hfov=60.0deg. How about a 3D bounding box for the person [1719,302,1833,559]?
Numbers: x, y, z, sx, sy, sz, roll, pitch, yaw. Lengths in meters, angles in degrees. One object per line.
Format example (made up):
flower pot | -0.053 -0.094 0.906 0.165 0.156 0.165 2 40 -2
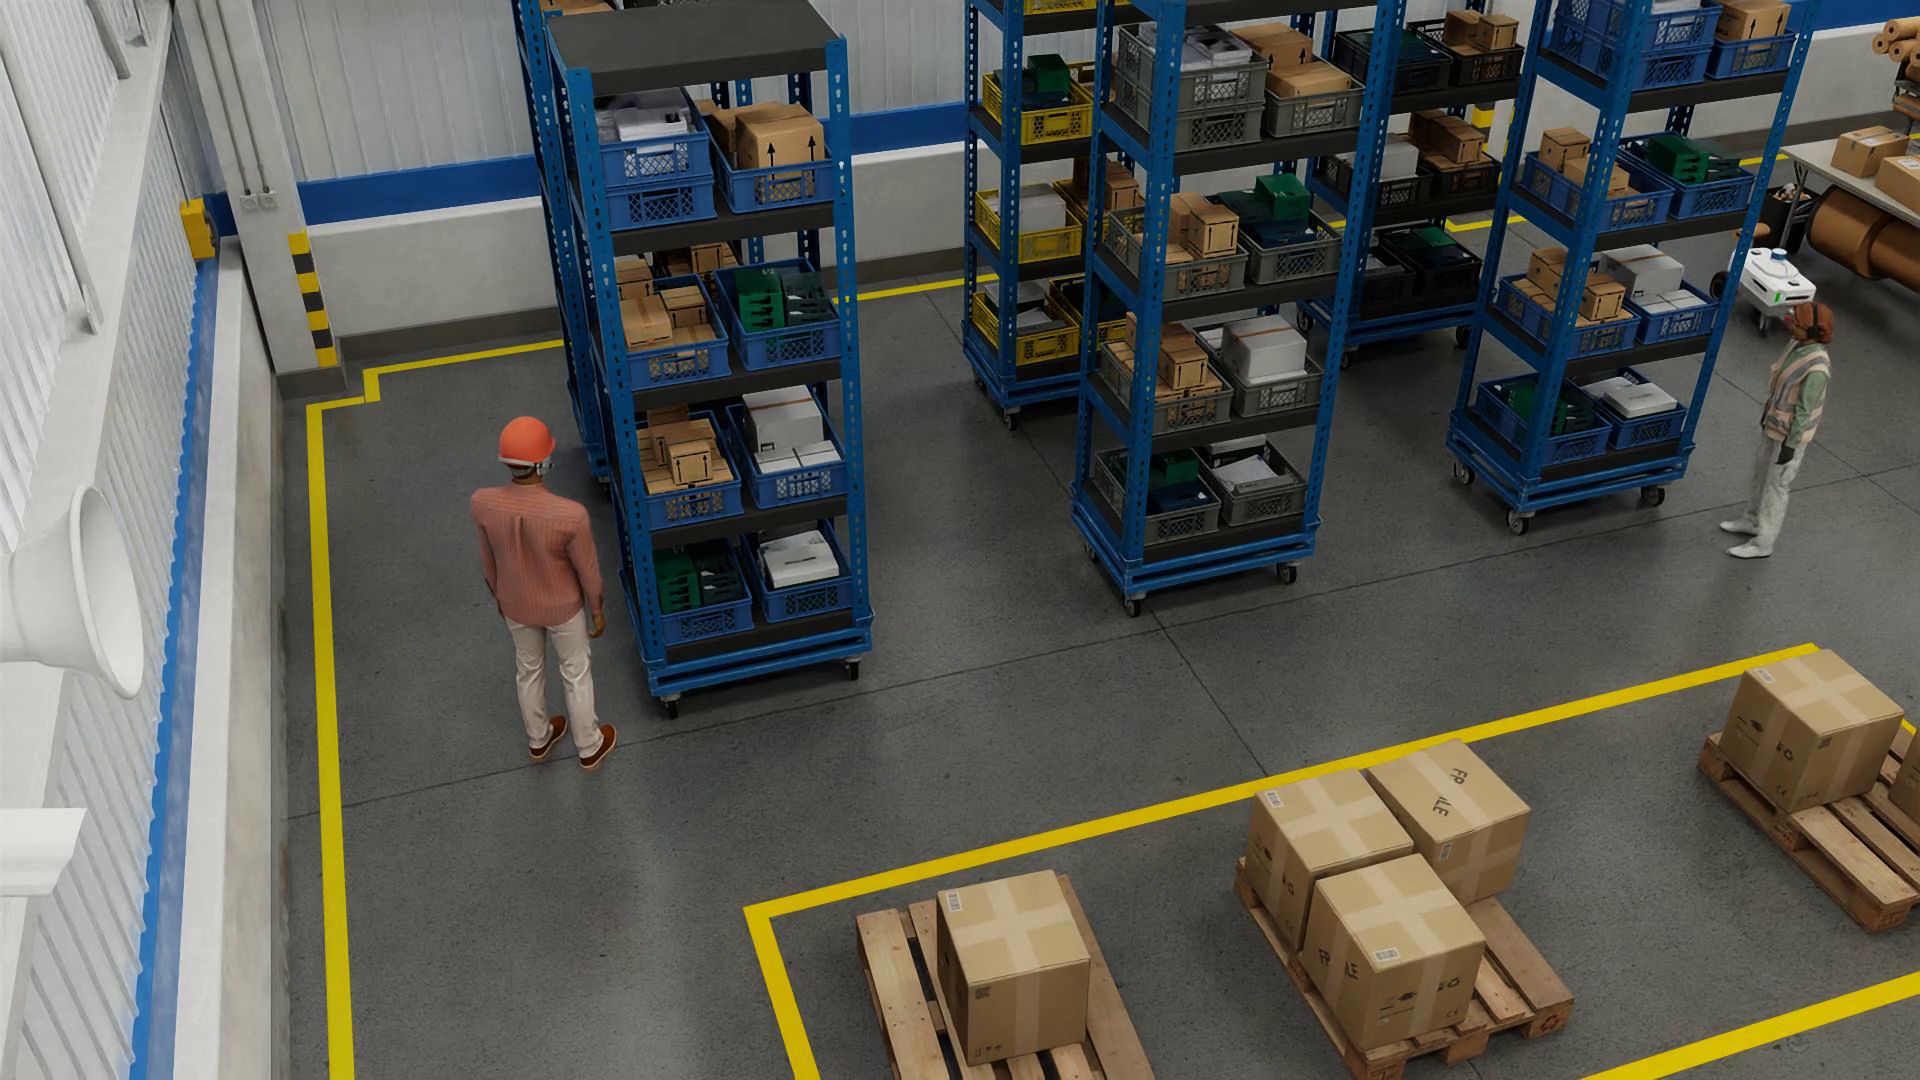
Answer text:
person | 4.849 -0.646 9.778 0.317 1.630 0.523 6 36 8

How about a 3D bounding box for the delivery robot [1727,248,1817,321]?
delivery robot | 6.080 -1.945 12.467 0.477 0.478 0.707 -5 35 -7

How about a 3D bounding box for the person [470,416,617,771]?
person | -2.020 0.281 8.162 0.608 1.987 0.402 6 36 8
